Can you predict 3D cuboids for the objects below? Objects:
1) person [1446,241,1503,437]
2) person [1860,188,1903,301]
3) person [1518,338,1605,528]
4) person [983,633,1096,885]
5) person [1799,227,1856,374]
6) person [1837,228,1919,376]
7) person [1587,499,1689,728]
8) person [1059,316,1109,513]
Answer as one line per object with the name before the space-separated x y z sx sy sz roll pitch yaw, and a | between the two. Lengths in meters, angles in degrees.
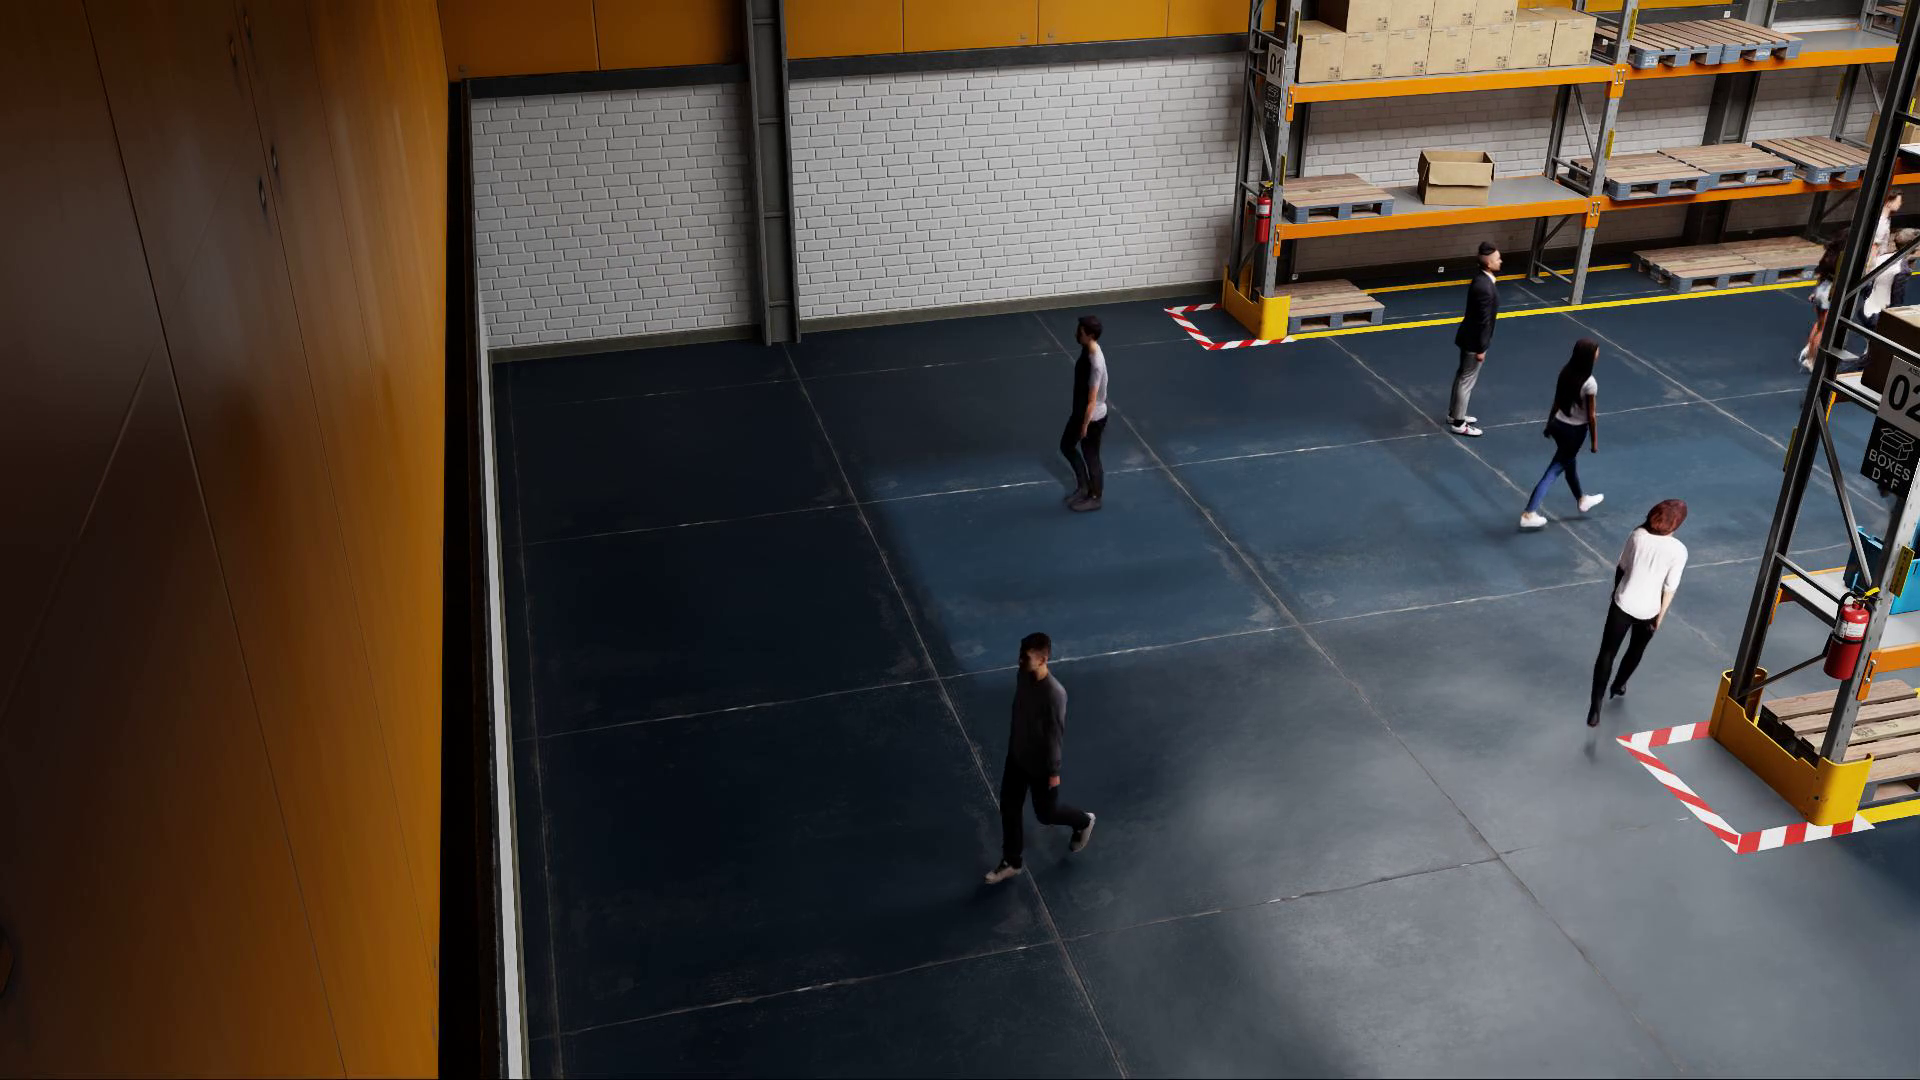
person | 5.024 -1.996 16.237 0.755 1.948 0.785 5 29 8
person | 9.801 -2.959 18.177 1.179 1.782 1.021 8 30 14
person | 5.190 -0.878 14.423 1.102 1.723 0.624 -8 30 -14
person | 0.531 1.344 10.336 1.138 1.737 0.864 -18 34 -30
person | 9.101 -2.513 17.543 0.596 1.607 0.621 -8 30 -14
person | 9.159 -2.223 16.738 1.120 1.867 0.908 -1 29 -3
person | 4.752 0.555 11.766 1.061 1.752 1.159 15 32 26
person | 1.227 -1.098 14.692 0.687 1.854 0.749 -2 29 -4
